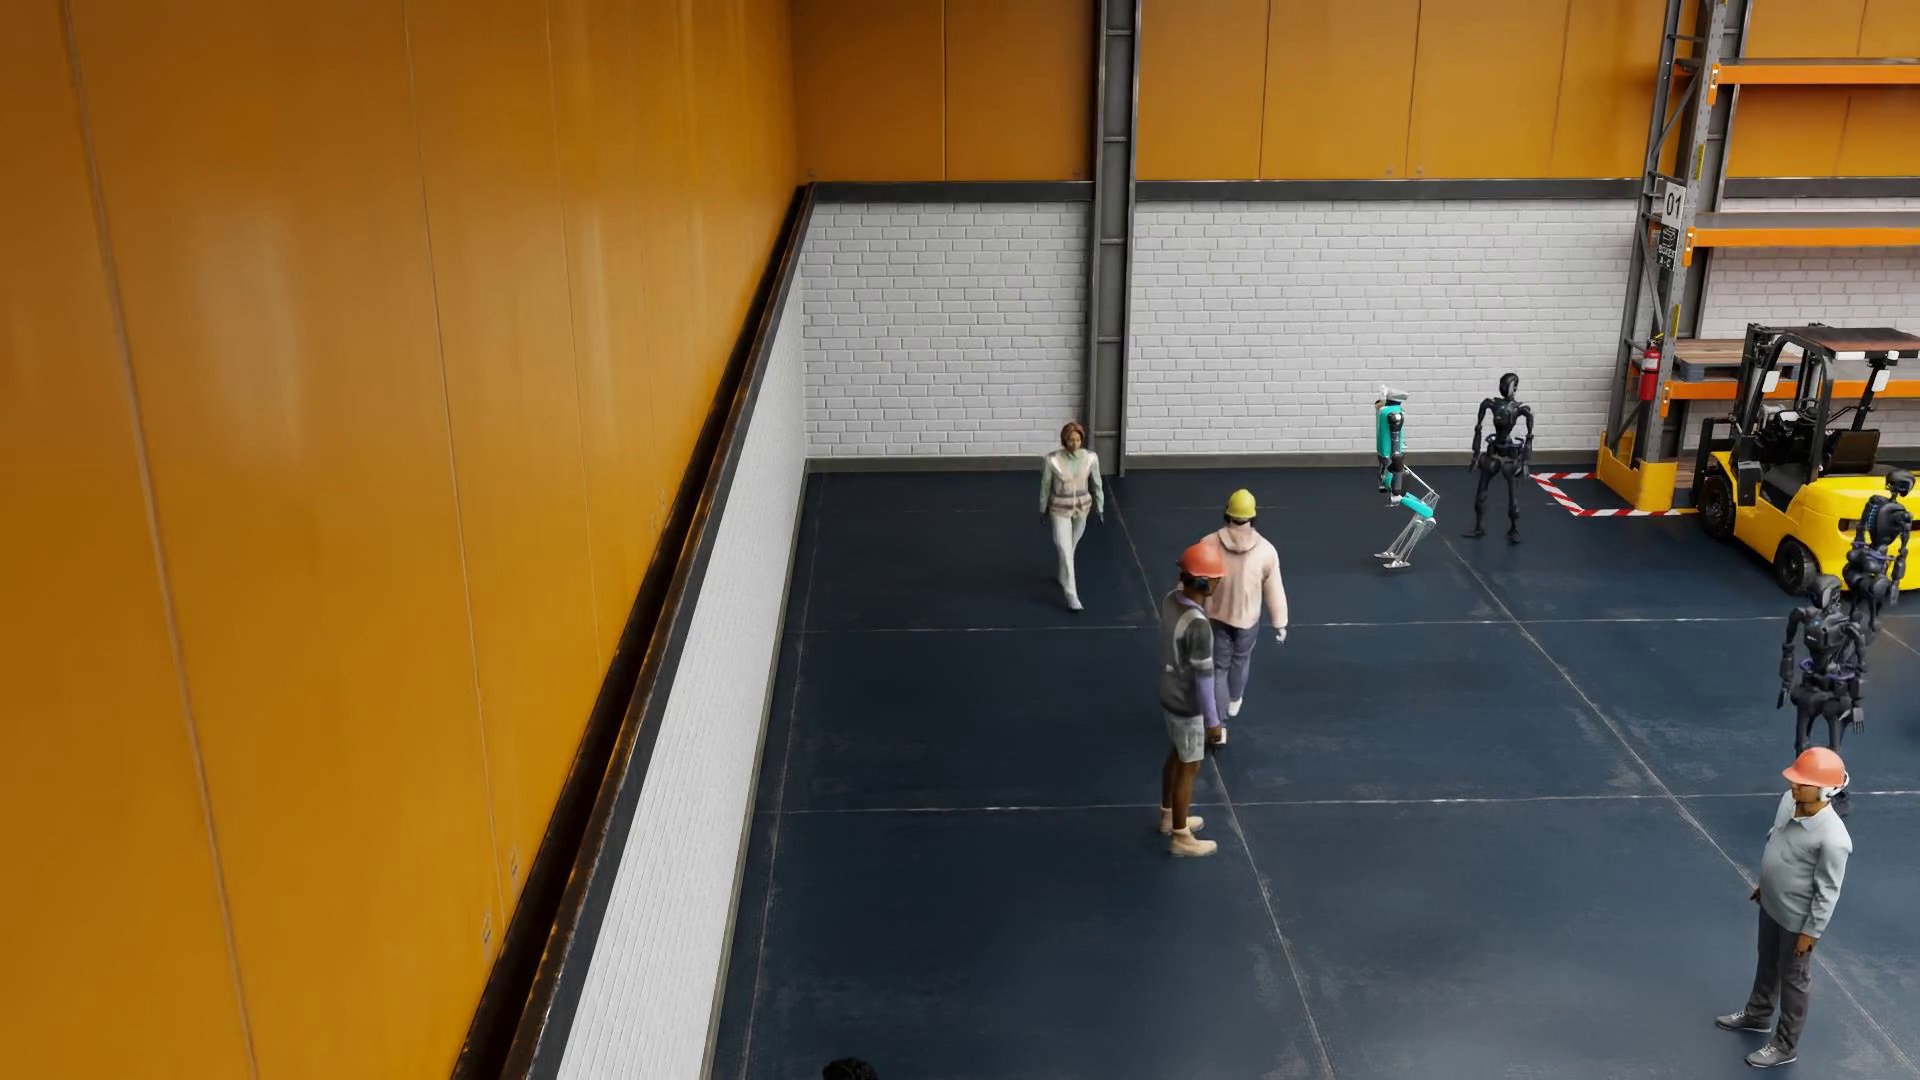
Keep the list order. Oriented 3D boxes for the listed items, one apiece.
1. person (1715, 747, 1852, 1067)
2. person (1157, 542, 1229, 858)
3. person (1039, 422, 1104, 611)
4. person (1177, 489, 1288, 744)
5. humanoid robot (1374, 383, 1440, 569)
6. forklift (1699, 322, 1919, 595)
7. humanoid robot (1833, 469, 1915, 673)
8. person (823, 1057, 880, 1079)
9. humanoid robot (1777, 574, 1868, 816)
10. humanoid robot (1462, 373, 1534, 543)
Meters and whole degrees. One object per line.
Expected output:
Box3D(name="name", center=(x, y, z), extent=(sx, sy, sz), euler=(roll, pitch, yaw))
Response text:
Box3D(name="person", center=(4.200, 1.835, 8.426), extent=(0.319, 1.755, 0.559), euler=(-1, 20, -2))
Box3D(name="person", center=(1.436, 0.986, 10.335), extent=(0.406, 2.035, 0.626), euler=(-3, 20, -8))
Box3D(name="person", center=(0.964, -0.234, 14.261), extent=(0.534, 1.587, 0.855), euler=(-6, 21, -15))
Box3D(name="person", center=(1.928, 0.524, 11.884), extent=(0.811, 1.820, 0.951), euler=(3, 20, 8))
Box3D(name="humanoid robot", center=(4.004, -0.568, 14.771), extent=(0.735, 1.681, 0.533), euler=(-1, 20, -2))
Box3D(name="forklift", center=(7.809, -0.792, 14.926), extent=(1.214, 2.155, 2.313), euler=(-1, 20, -2))
Box3D(name="humanoid robot", center=(7.055, 0.229, 12.911), extent=(0.382, 1.643, 0.590), euler=(-3, 21, -9))
Box3D(name="person", center=(-0.391, 2.671, 6.248), extent=(0.320, 1.697, 0.531), euler=(1, 20, 2))
Box3D(name="humanoid robot", center=(5.658, 0.987, 10.845), extent=(0.450, 1.633, 0.617), euler=(-12, 23, -30))
Box3D(name="humanoid robot", center=(5.109, -0.784, 15.634), extent=(0.597, 1.643, 0.373), euler=(15, 25, 35))
